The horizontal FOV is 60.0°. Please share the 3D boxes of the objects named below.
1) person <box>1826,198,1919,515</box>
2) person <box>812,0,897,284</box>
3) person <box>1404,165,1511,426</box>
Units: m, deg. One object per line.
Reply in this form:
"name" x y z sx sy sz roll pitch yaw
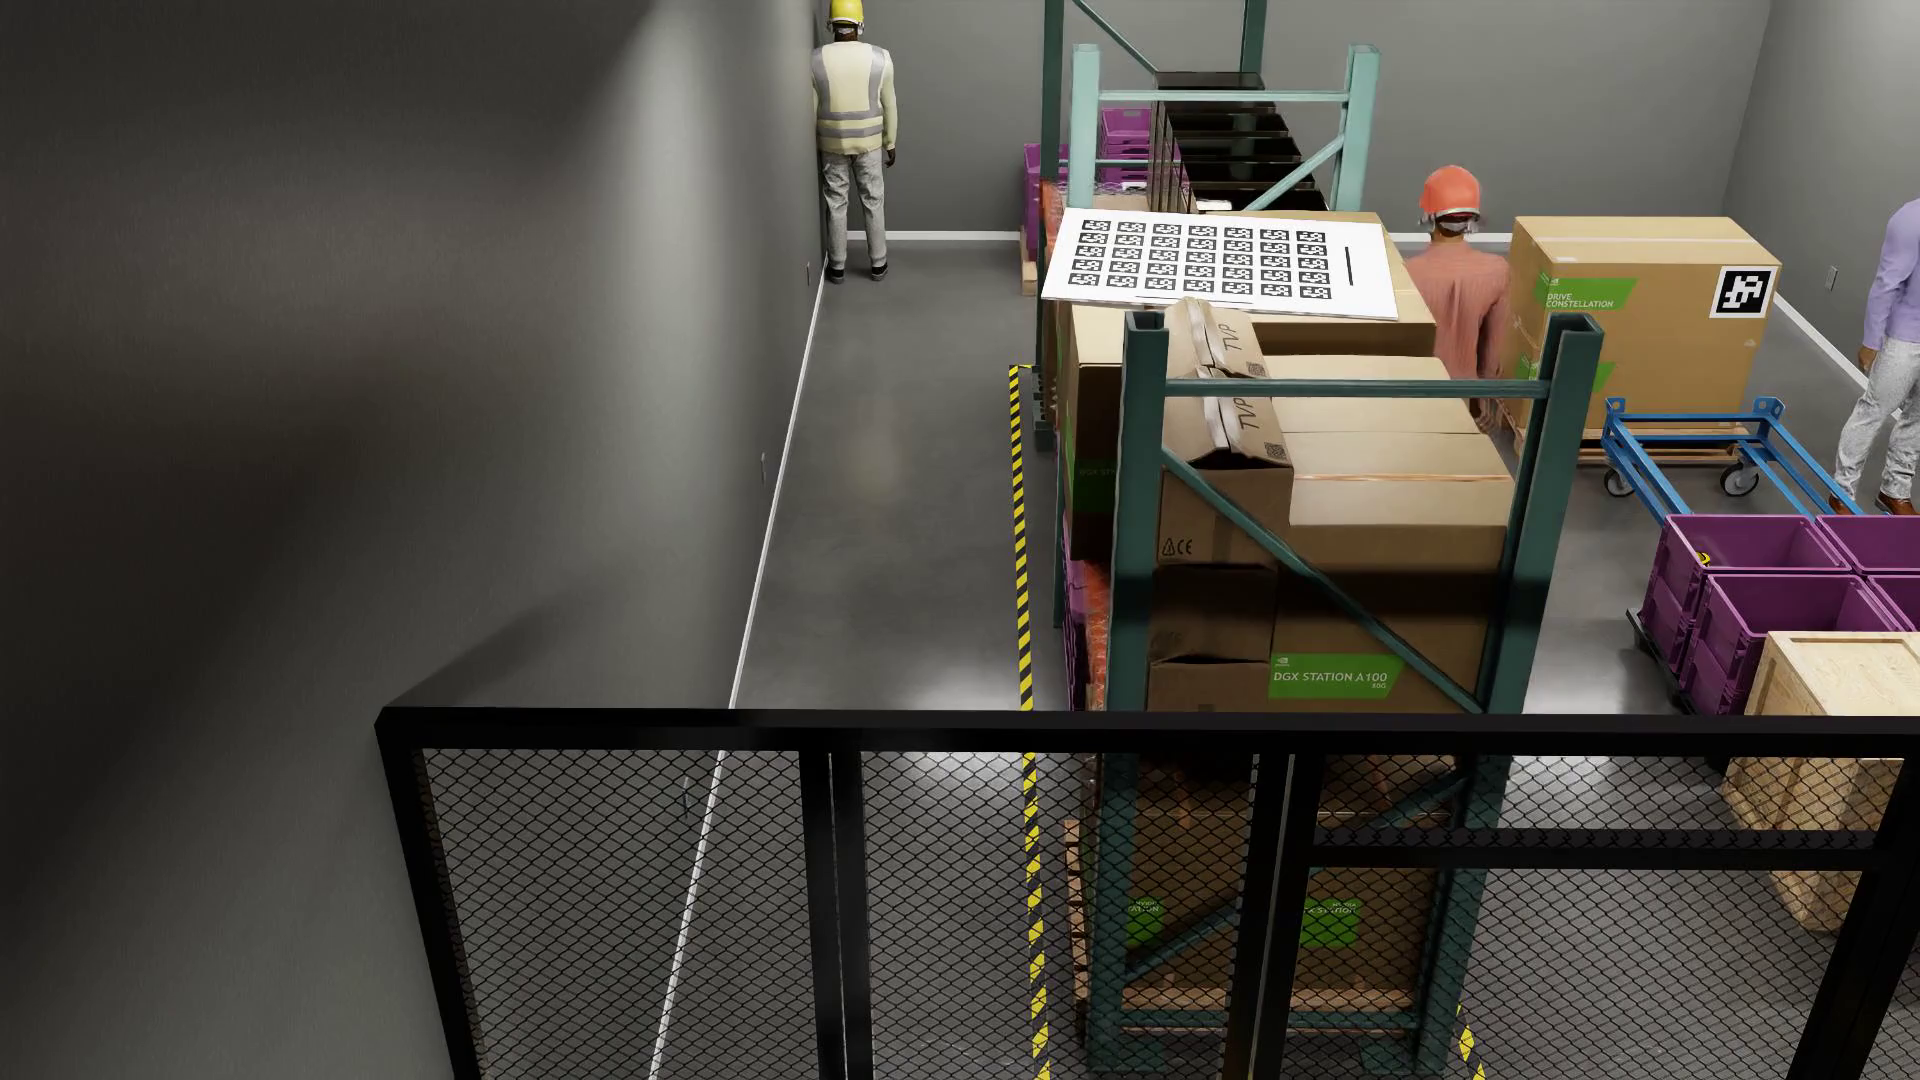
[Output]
"person" 4.523 -0.942 7.780 0.636 1.939 0.364 -1 31 -2
"person" -0.695 -2.530 10.519 0.600 1.829 0.404 -4 31 -7
"person" 2.045 -0.638 7.241 0.619 1.976 0.604 -6 32 -10
